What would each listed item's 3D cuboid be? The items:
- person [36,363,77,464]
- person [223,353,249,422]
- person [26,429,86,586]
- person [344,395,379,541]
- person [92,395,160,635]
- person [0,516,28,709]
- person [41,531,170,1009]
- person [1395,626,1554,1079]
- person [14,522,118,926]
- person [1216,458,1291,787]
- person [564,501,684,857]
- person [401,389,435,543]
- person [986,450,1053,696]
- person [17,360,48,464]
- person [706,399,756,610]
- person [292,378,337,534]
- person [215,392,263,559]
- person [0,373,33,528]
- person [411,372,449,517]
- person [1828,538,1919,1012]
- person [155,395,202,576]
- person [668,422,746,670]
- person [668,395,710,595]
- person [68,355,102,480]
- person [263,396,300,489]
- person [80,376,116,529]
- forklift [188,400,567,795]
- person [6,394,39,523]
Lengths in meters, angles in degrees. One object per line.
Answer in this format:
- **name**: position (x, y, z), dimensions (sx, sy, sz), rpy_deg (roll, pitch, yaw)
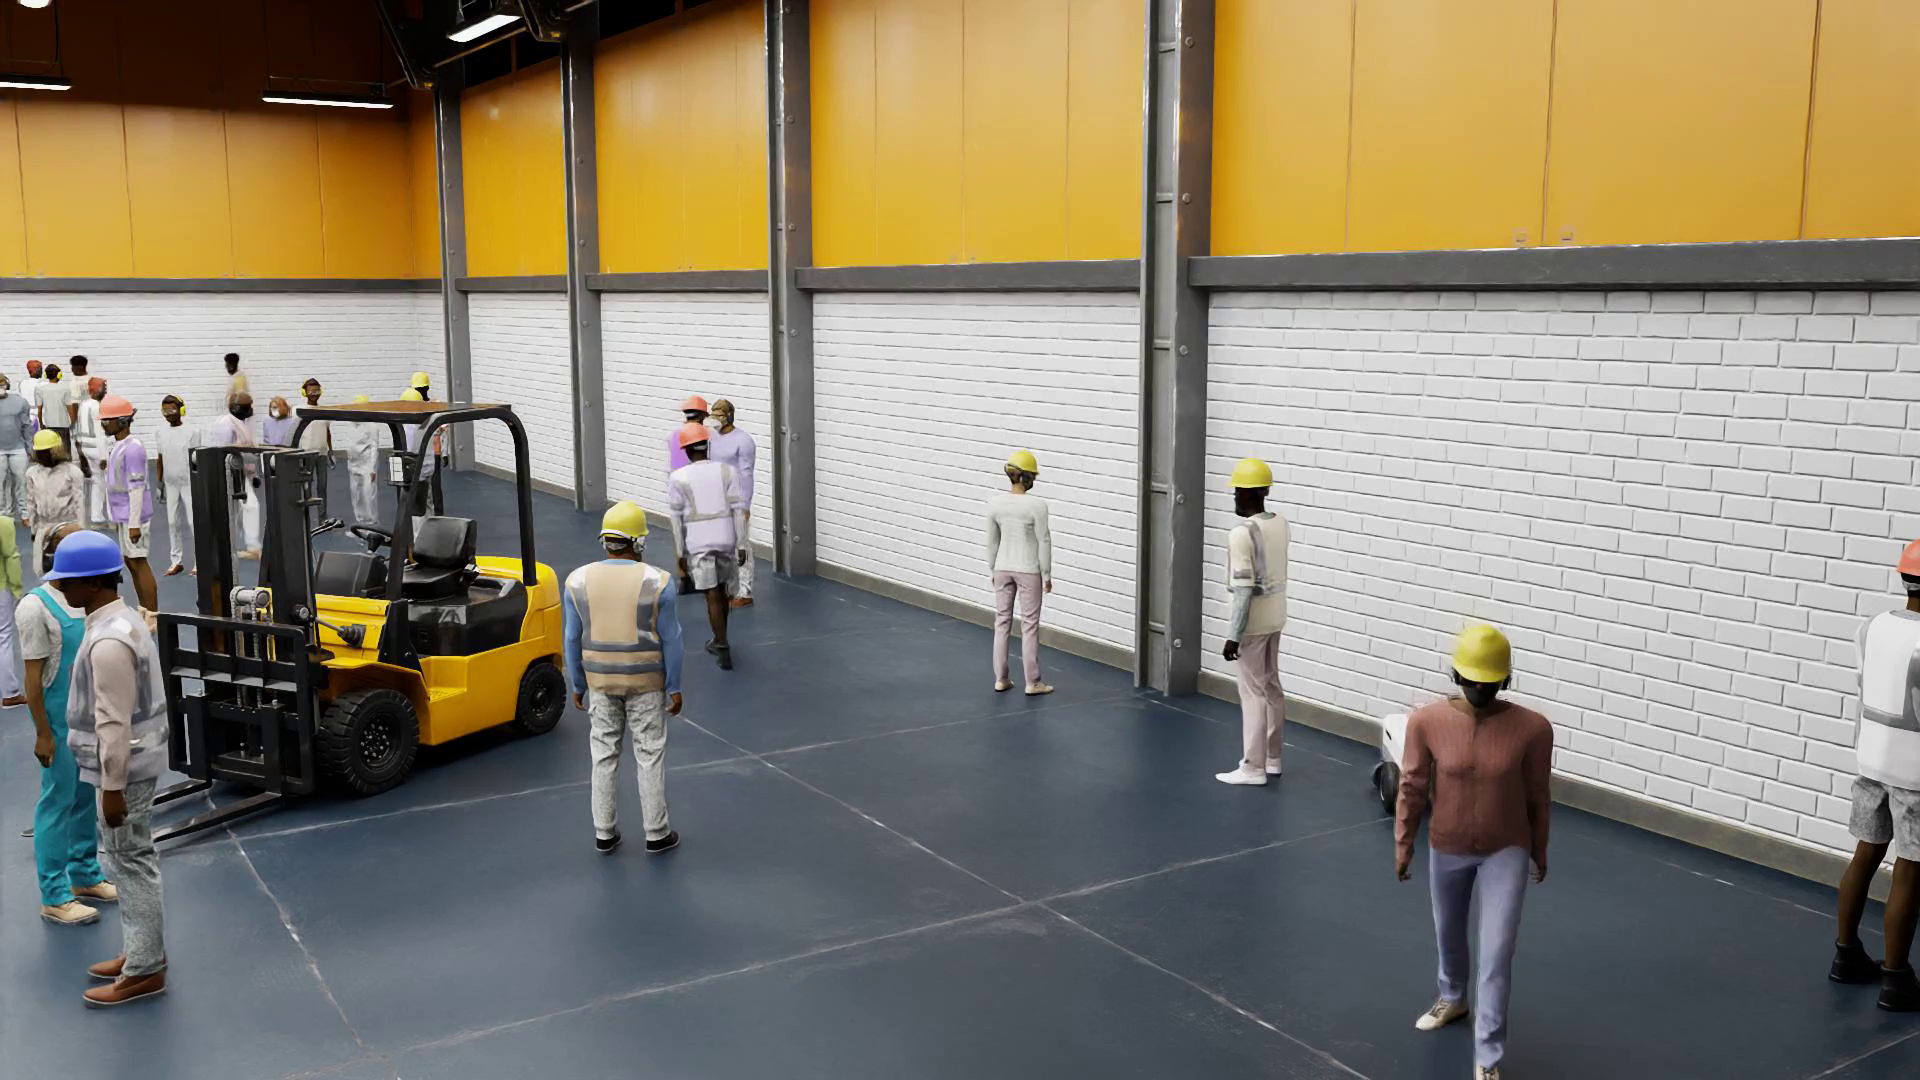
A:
- **person**: position (-13.076, -1.620, 24.112), dimensions (0.509, 1.868, 0.329), rpy_deg (-1, 9, -8)
- **person**: position (-11.793, -2.110, 27.228), dimensions (0.465, 1.922, 0.749), rpy_deg (-5, 10, -29)
- **person**: position (-7.752, -0.094, 14.301), dimensions (0.514, 1.724, 0.429), rpy_deg (-1, 8, -6)
- **person**: position (-6.994, -0.838, 19.388), dimensions (0.642, 1.710, 0.322), rpy_deg (6, 10, 33)
- **person**: position (-7.009, -0.200, 13.975), dimensions (0.396, 2.034, 0.606), rpy_deg (-6, 10, -36)
- **person**: position (-6.752, 0.364, 11.512), dimensions (0.503, 1.632, 0.271), rpy_deg (-1, 8, -4)
- **person**: position (-3.443, 0.919, 6.777), dimensions (0.418, 1.939, 0.615), rpy_deg (-4, 9, -24)
- **person**: position (1.907, 1.120, 6.194), dimensions (0.538, 1.711, 0.769), rpy_deg (3, 9, 21)
- **person**: position (-4.093, 0.831, 7.665), dimensions (0.329, 1.842, 0.509), rpy_deg (1, 8, 5)
- **person**: position (1.712, 0.480, 9.748), dimensions (0.388, 1.926, 0.590), rpy_deg (6, 11, 37)
- **person**: position (-1.699, 0.712, 8.503), dimensions (0.603, 1.830, 0.404), rpy_deg (1, 8, 6)
- **person**: position (-6.018, -0.753, 18.372), dimensions (0.403, 1.834, 0.589), rpy_deg (1, 8, 4)
- **person**: position (0.435, 0.238, 11.949), dimensions (0.523, 1.760, 0.327), rpy_deg (5, 10, 32)
- **person**: position (-13.875, -1.765, 25.026), dimensions (0.586, 1.882, 0.340), rpy_deg (3, 9, 17)
- **person**: position (-2.114, -0.329, 15.214), dimensions (0.623, 1.932, 0.372), rpy_deg (6, 10, 36)
- **person**: position (-7.764, -1.014, 20.024), dimensions (0.315, 1.867, 0.526), rpy_deg (7, 11, 40)
- **person**: position (-7.712, -0.683, 17.963), dimensions (0.746, 1.811, 0.666), rpy_deg (-1, 9, -8)
- **person**: position (-11.646, -1.081, 20.283), dimensions (0.641, 1.927, 0.386), rpy_deg (-7, 11, -39)
- **person**: position (-6.544, -1.090, 20.330), dimensions (0.589, 1.927, 0.368), rpy_deg (-1, 9, -9)
- **person**: position (3.854, 0.929, 6.741), dimensions (0.399, 1.928, 0.542), rpy_deg (-2, 9, -10)
- **person**: position (-7.946, -0.554, 16.954), dimensions (0.514, 1.861, 0.321), rpy_deg (1, 8, 6)
- **person**: position (-1.977, 0.035, 12.921), dimensions (0.548, 1.876, 0.821), rpy_deg (-4, 9, -23)
- **person**: position (-2.535, -0.425, 15.862), dimensions (0.571, 1.919, 0.419), rpy_deg (7, 11, 38)
- **person**: position (-13.405, -1.873, 25.563), dimensions (0.576, 1.936, 0.721), rpy_deg (3, 9, 20)
- **person**: position (-8.366, -0.965, 20.500), dimensions (0.515, 1.616, 0.364), rpy_deg (2, 9, 11)
- **person**: position (-10.424, -1.057, 20.295), dimensions (0.592, 1.866, 0.506), rpy_deg (8, 12, 43)
- **forklift**: position (-3.529, 0.258, 10.348), dimensions (1.214, 2.155, 2.313), rpy_deg (4, 9, 25)
- **person**: position (-11.738, -1.007, 20.736), dimensions (0.520, 1.640, 0.307), rpy_deg (-6, 10, -34)
